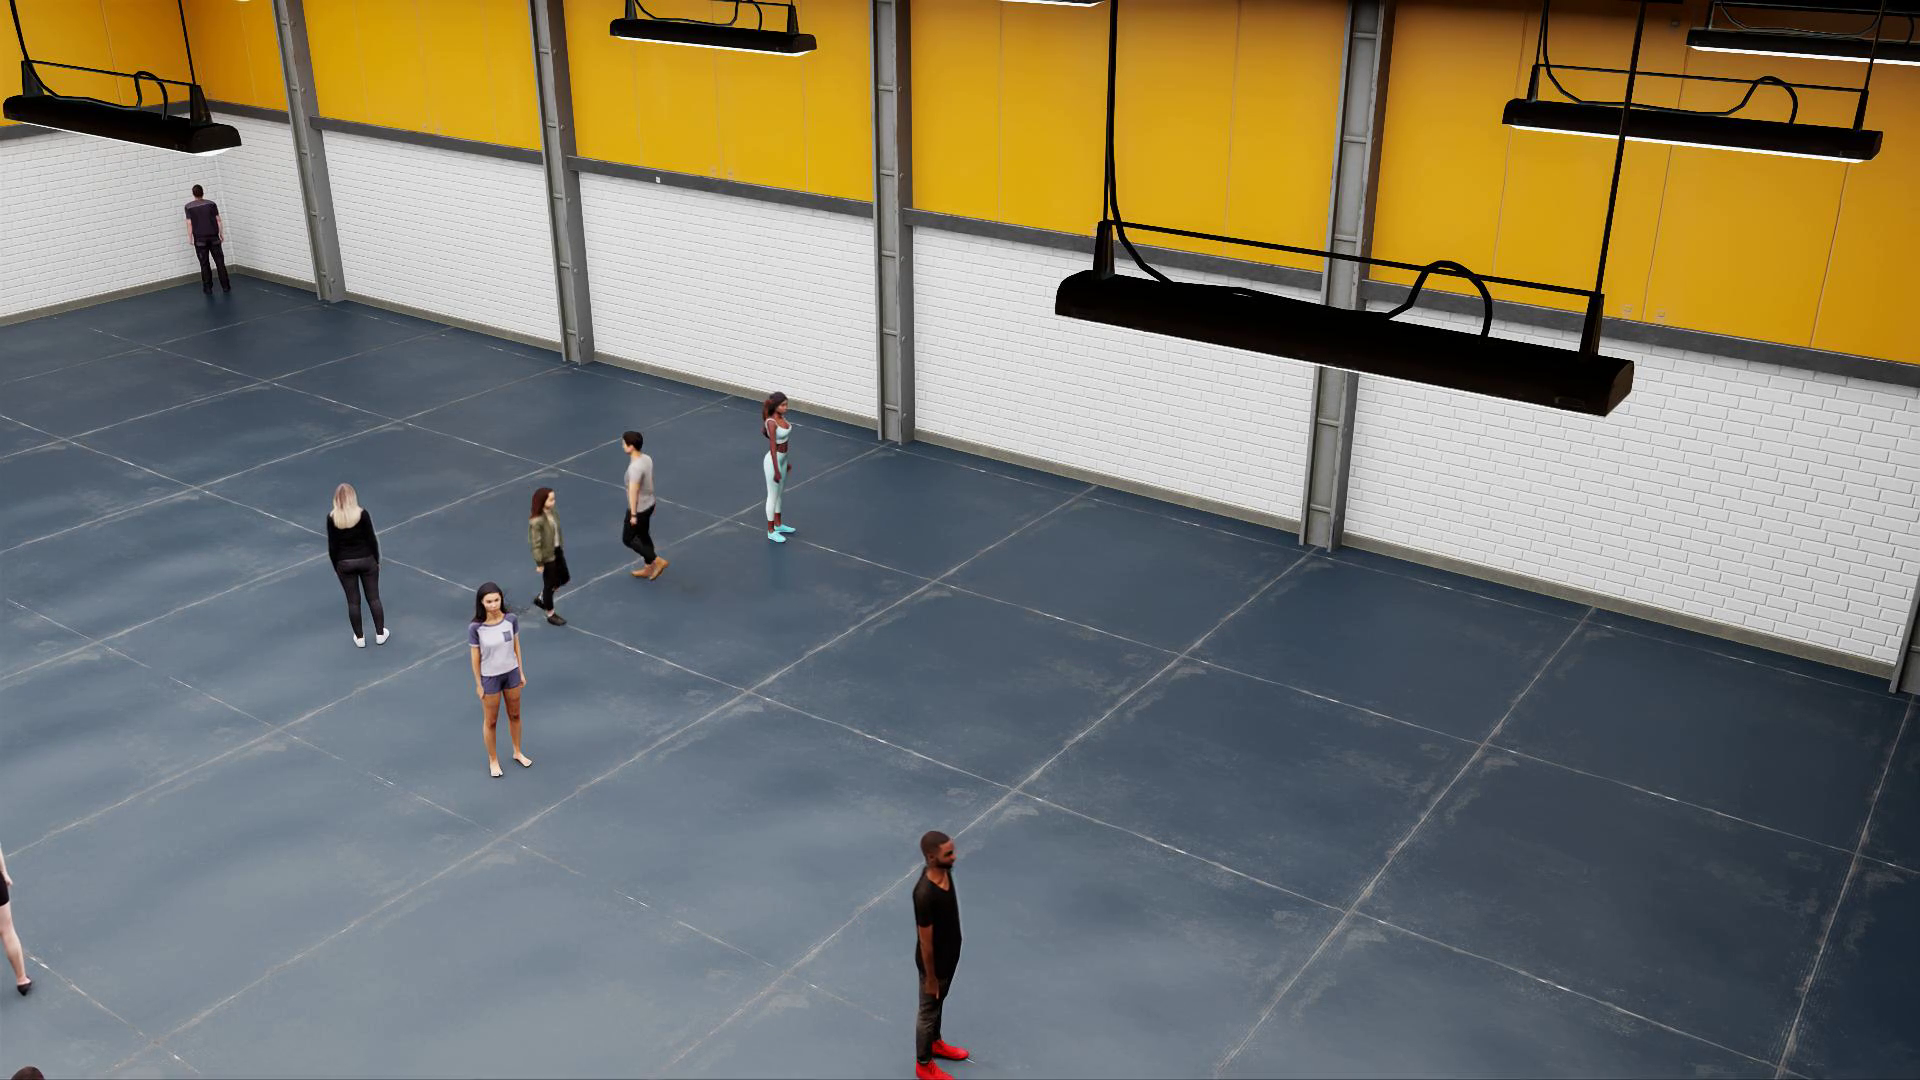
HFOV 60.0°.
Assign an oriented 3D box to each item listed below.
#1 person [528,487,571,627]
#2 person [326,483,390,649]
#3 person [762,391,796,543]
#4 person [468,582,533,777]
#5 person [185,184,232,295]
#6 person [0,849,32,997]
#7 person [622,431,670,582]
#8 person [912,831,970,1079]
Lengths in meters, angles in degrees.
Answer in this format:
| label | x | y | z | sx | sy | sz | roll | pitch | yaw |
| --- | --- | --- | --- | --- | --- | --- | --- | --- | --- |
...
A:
| label | x | y | z | sx | sy | sz | roll | pitch | yaw |
| --- | --- | --- | --- | --- | --- | --- | --- | --- | --- |
| person | -4.198 | 0.153 | 16.724 | 0.729 | 1.466 | 0.698 | 8 | 25 | 17 |
| person | -5.895 | 0.248 | 16.233 | 0.689 | 1.685 | 0.730 | -7 | 24 | -15 |
| person | -2.056 | -0.848 | 18.688 | 0.638 | 1.726 | 0.633 | 6 | 24 | 14 |
| person | -3.906 | 1.156 | 14.095 | 0.645 | 1.734 | 0.615 | -16 | 28 | -33 |
| person | -12.848 | -5.146 | 28.374 | 0.802 | 1.845 | 0.767 | -12 | 26 | -26 |
| person | -6.674 | 2.341 | 11.263 | 0.640 | 1.830 | 0.635 | -12 | 26 | -25 |
| person | -3.301 | -0.336 | 17.550 | 0.825 | 1.702 | 0.760 | 5 | 24 | 10 |
| person | -0.158 | 2.639 | 10.612 | 0.654 | 1.807 | 0.702 | 6 | 24 | 14 |
